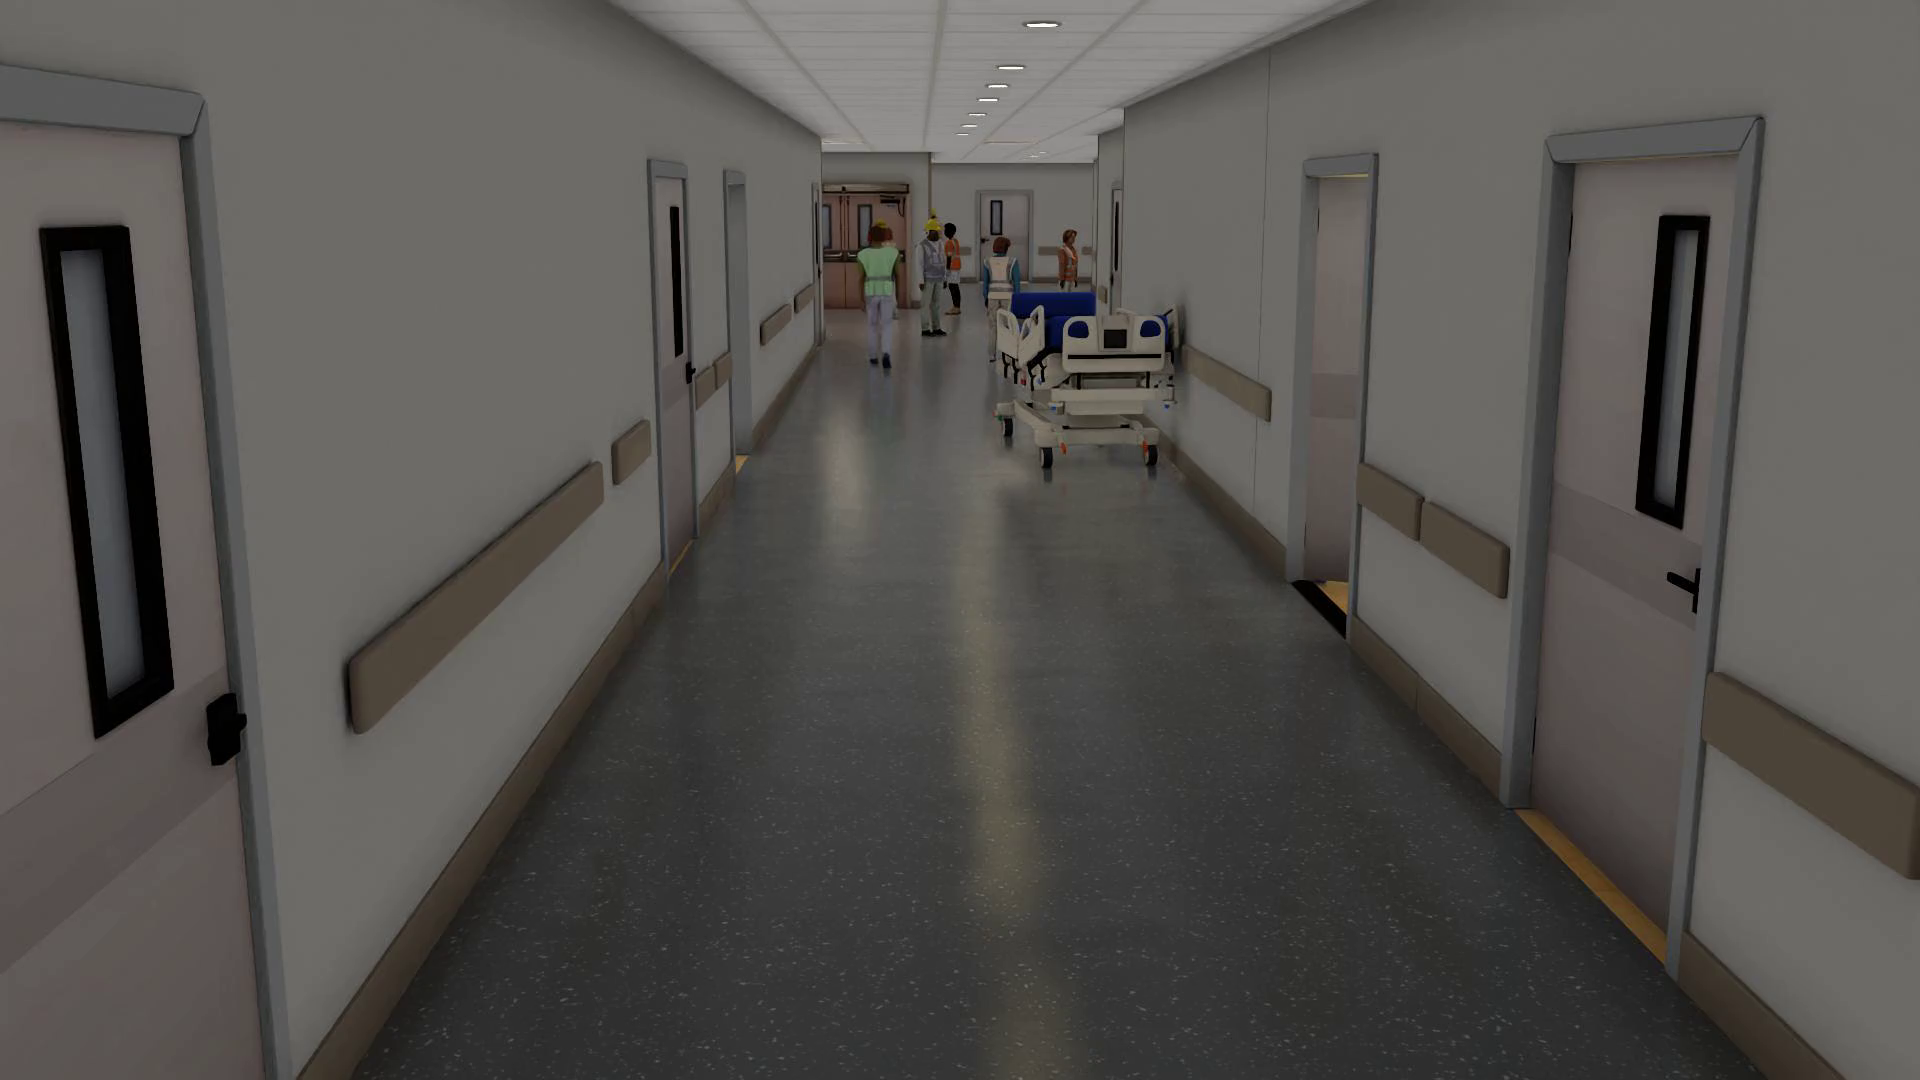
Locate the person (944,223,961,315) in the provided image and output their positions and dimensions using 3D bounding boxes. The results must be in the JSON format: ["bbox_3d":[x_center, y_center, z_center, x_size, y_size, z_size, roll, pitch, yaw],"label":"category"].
[{"bbox_3d":[-0.146,-5.031,30.876,0.323,1.689,0.536,3,12,12],"label":"person"}]

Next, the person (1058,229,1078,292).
[{"bbox_3d":[1.750,-4.211,26.998,0.311,1.638,0.522,7,13,30],"label":"person"}]

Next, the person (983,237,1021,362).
[{"bbox_3d":[0.548,-3.153,21.849,0.512,1.639,0.311,4,12,19],"label":"person"}]

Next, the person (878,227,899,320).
[{"bbox_3d":[-1.270,-4.700,29.404,0.313,1.632,0.516,7,13,29],"label":"person"}]

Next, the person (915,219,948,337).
[{"bbox_3d":[-0.427,-4.080,25.921,0.403,1.826,0.595,11,16,43],"label":"person"}]

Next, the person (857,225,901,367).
[{"bbox_3d":[-1.037,-3.124,21.319,0.562,1.803,0.917,-1,12,-4],"label":"person"}]
